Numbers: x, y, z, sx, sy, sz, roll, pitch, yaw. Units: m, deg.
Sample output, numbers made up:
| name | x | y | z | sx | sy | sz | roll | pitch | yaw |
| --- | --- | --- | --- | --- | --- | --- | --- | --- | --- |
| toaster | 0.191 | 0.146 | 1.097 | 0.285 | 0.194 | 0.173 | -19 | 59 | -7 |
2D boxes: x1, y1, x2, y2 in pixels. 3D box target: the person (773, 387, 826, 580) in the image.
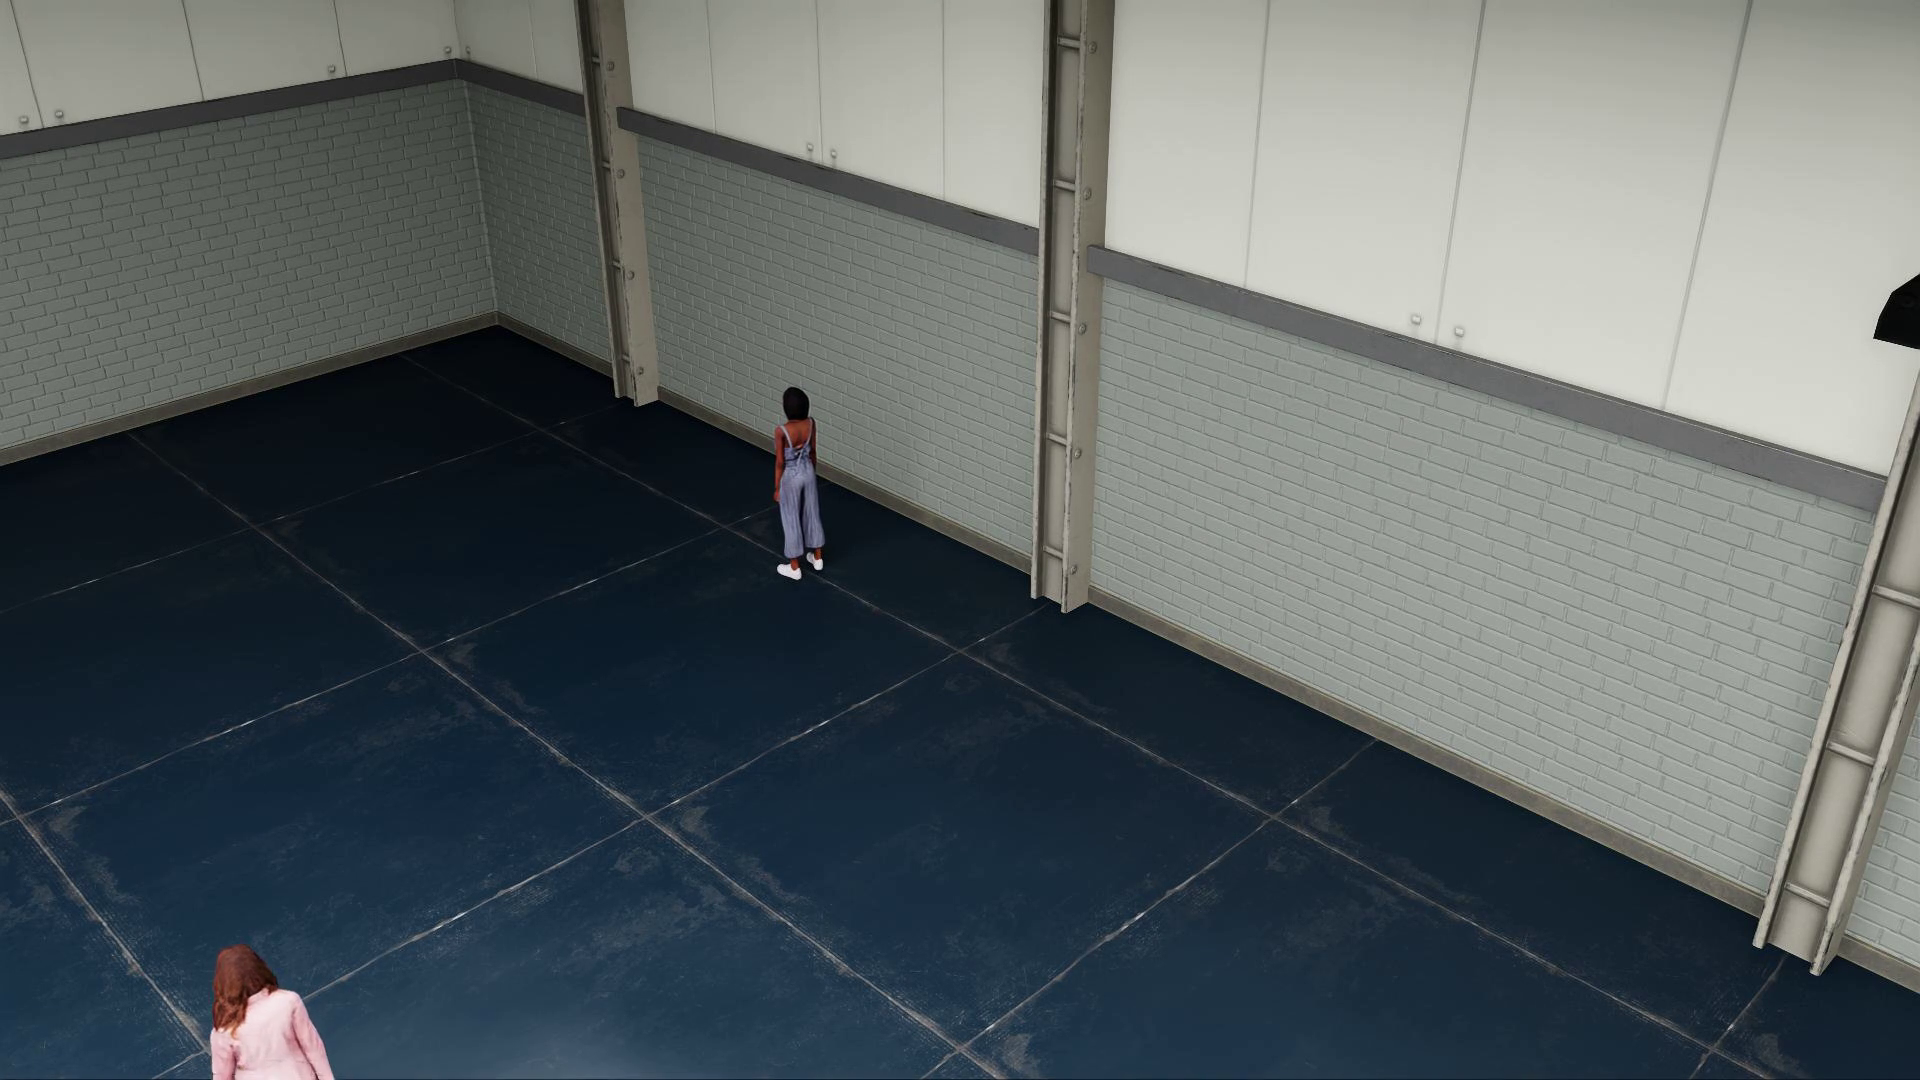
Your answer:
| name | x | y | z | sx | sy | sz | roll | pitch | yaw |
| --- | --- | --- | --- | --- | --- | --- | --- | --- | --- |
| person | -1.357 | -0.485 | 13.862 | 0.593 | 1.695 | 0.520 | -22 | 35 | -35 |

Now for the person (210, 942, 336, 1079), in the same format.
| name | x | y | z | sx | sy | sz | roll | pitch | yaw |
| --- | --- | --- | --- | --- | --- | --- | --- | --- | --- |
| person | -3.161 | 2.694 | 7.814 | 0.673 | 1.769 | 1.022 | -23 | 35 | -36 |
